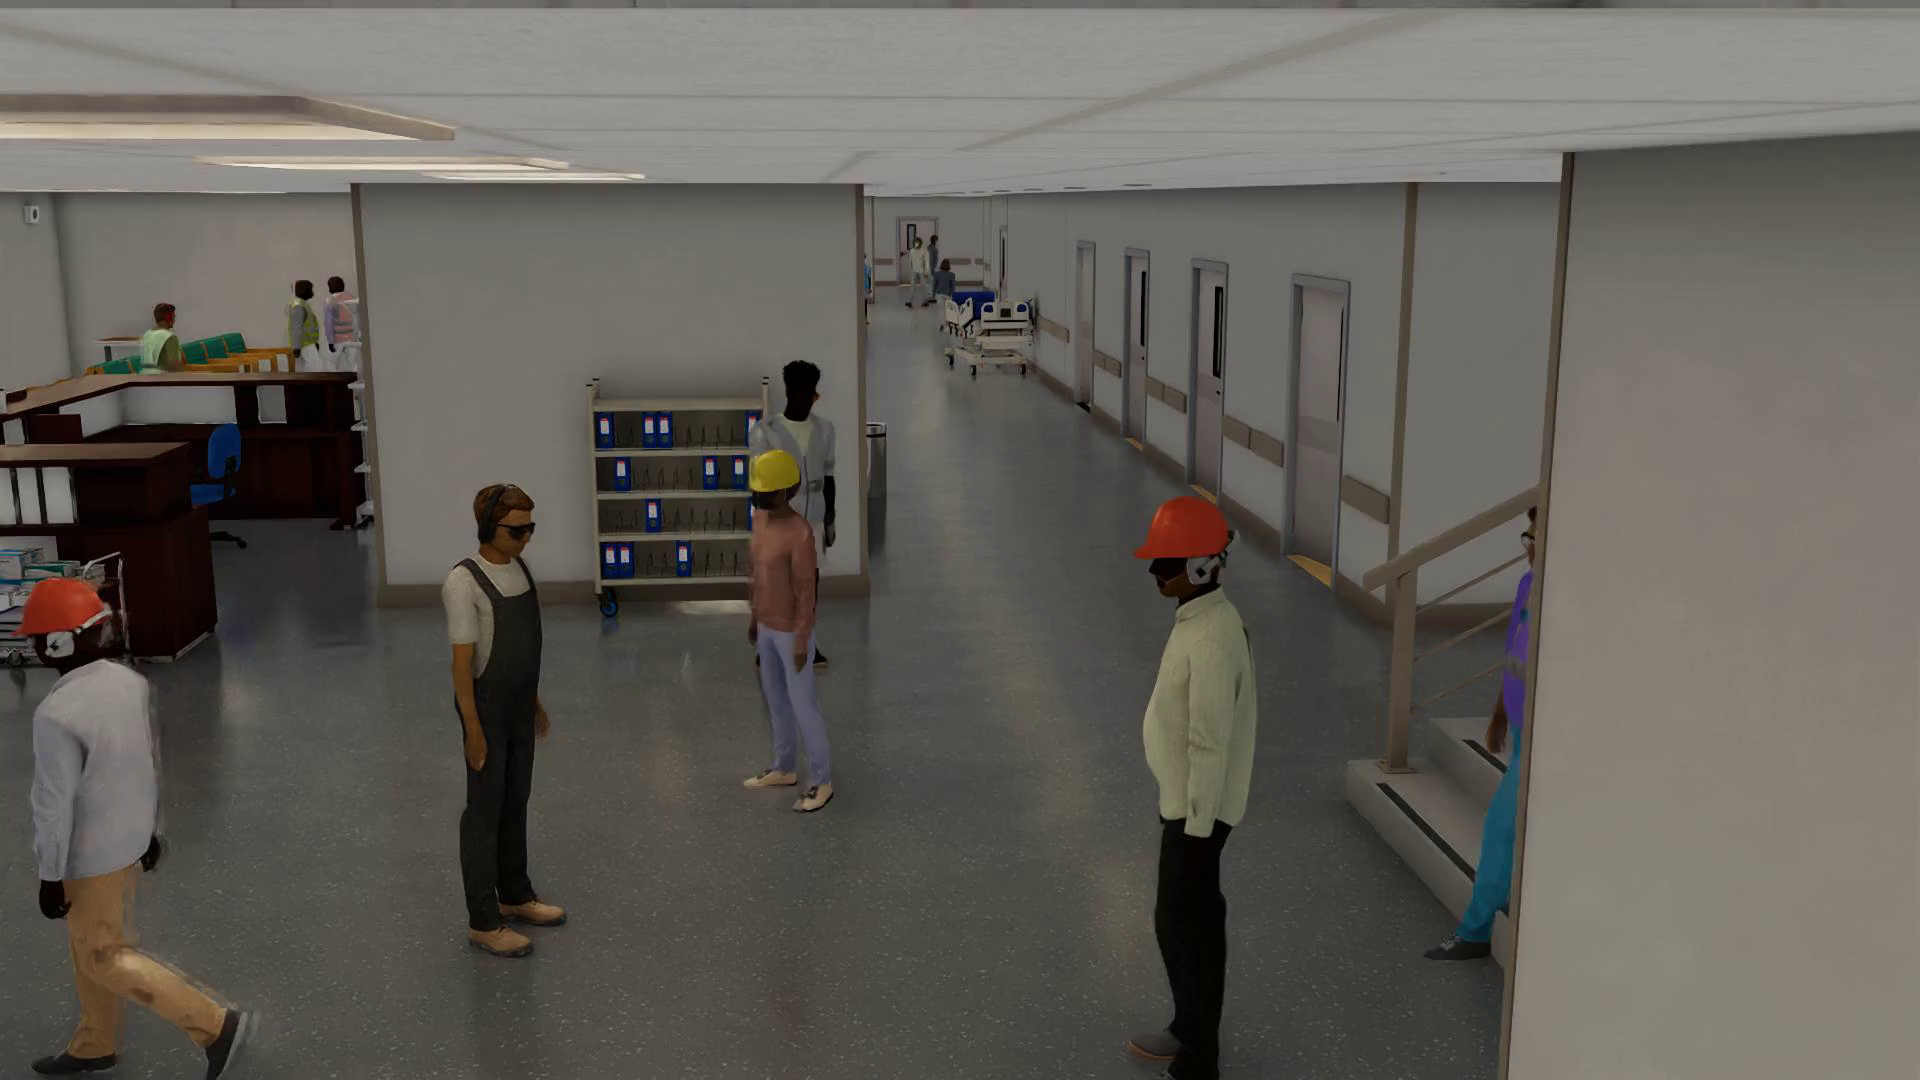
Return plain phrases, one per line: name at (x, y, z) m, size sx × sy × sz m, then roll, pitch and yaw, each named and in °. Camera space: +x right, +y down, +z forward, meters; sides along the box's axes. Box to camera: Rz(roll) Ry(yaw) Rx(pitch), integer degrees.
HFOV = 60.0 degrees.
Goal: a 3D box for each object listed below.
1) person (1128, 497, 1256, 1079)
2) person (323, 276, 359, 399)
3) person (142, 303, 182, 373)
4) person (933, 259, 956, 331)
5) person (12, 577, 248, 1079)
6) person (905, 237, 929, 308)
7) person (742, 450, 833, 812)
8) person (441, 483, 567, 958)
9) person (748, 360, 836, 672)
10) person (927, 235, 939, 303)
person at (0.751, 0.836, 5.426) m, size 0.405 × 1.984 × 0.630 m, roll 1°, pitch 12°, yaw 7°
person at (-9.056, -2.959, 24.384) m, size 0.813 × 1.814 × 0.629 m, roll 8°, pitch 14°, yaw 36°
person at (-8.485, -1.611, 17.768) m, size 0.608 × 1.822 × 0.433 m, roll 10°, pitch 15°, yaw 41°
person at (-0.357, -5.496, 37.316) m, size 0.510 × 1.591 × 0.843 m, roll 0°, pitch 12°, yaw -1°
person at (-2.738, 0.968, 5.411) m, size 0.720 × 1.727 × 0.570 m, roll -1°, pitch 12°, yaw -3°
person at (-1.146, -7.272, 45.243) m, size 0.648 × 1.889 × 1.012 m, roll 6°, pitch 13°, yaw 27°
person at (-0.847, 0.429, 8.013) m, size 0.373 × 1.743 × 0.606 m, roll -8°, pitch 14°, yaw -34°
person at (-1.784, 0.686, 6.497) m, size 0.345 × 1.840 × 0.506 m, roll 4°, pitch 12°, yaw 17°
person at (-1.016, -0.138, 10.251) m, size 0.605 × 1.954 × 0.389 m, roll -8°, pitch 14°, yaw -34°
person at (-0.786, -7.706, 47.288) m, size 0.366 × 1.932 × 0.640 m, roll 1°, pitch 12°, yaw 4°
